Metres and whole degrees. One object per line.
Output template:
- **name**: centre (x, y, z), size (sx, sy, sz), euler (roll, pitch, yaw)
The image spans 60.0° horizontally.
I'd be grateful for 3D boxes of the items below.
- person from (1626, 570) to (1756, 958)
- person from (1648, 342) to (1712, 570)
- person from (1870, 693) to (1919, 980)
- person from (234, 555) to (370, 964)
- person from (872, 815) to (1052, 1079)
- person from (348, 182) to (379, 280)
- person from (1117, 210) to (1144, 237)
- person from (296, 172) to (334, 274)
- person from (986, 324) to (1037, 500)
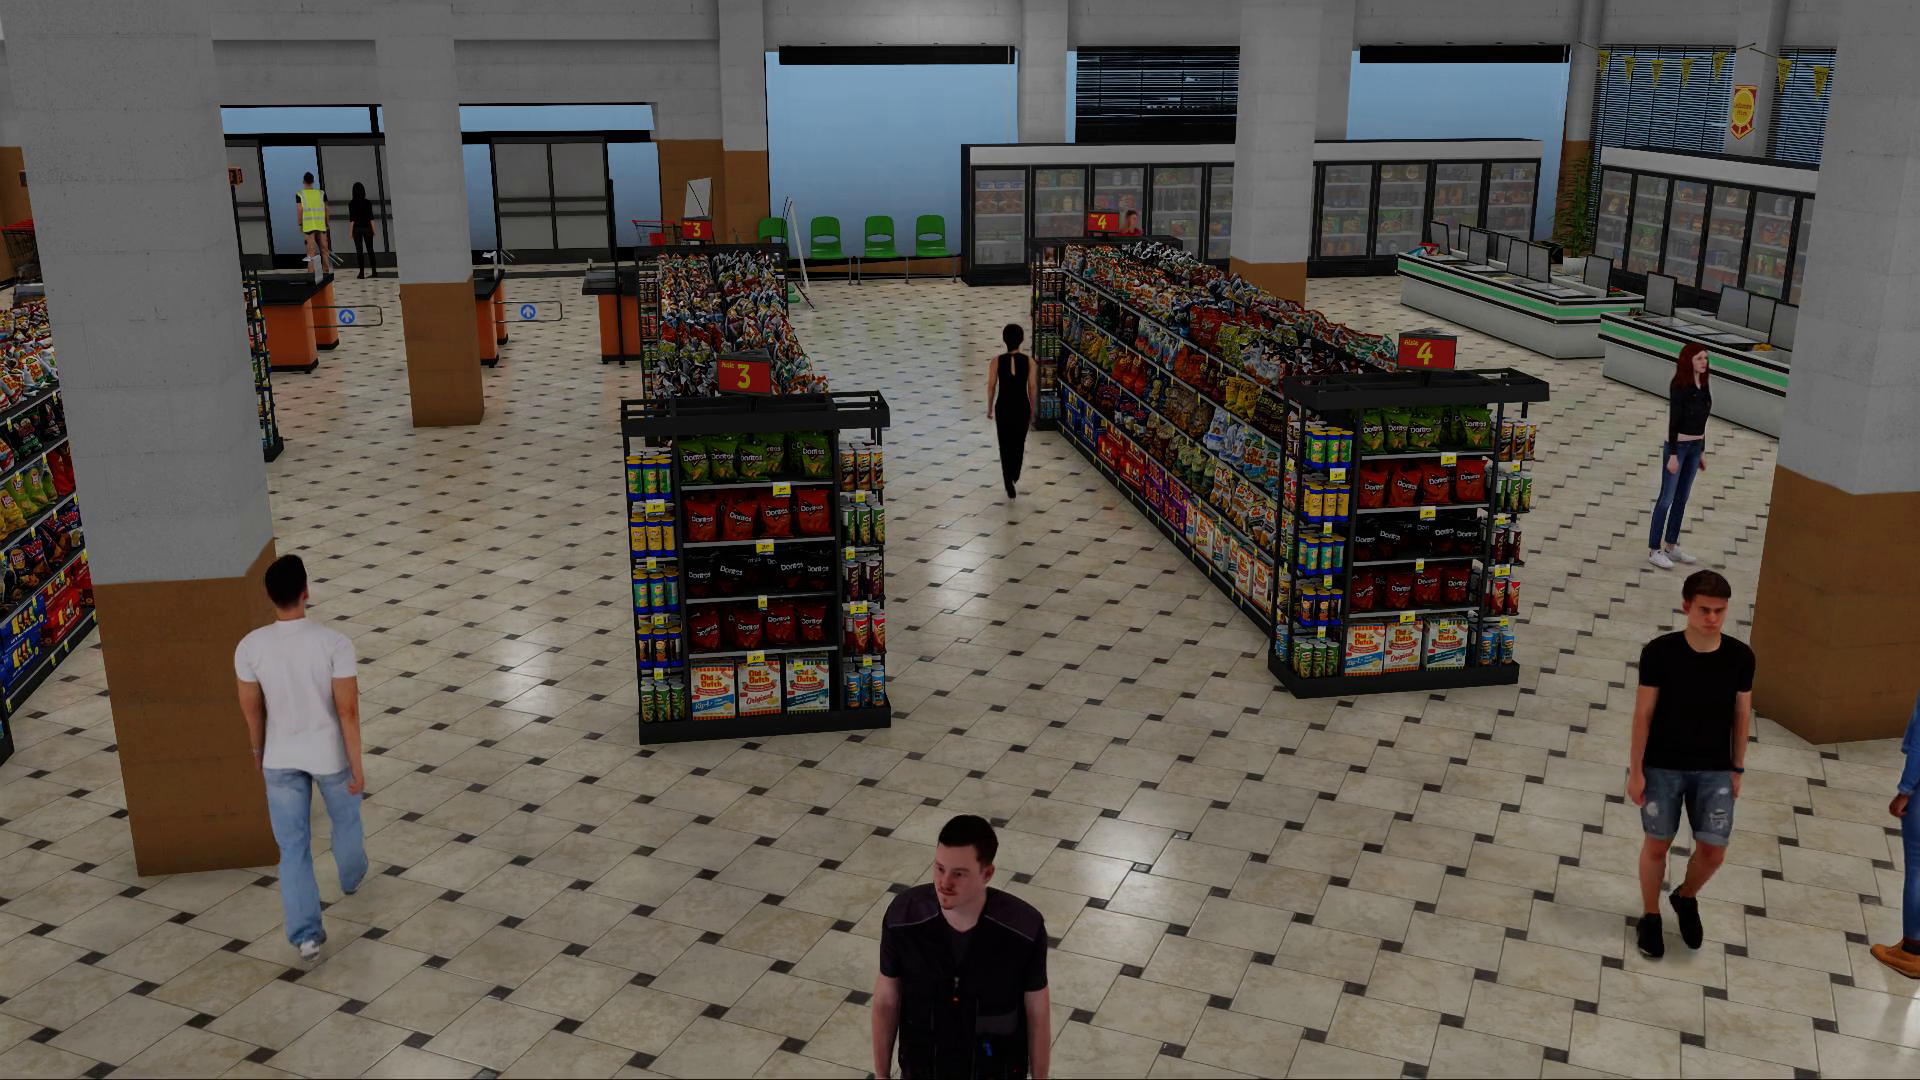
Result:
- **person**: centre (3.286, 0.991, 7.570), size (0.776, 1.838, 0.805), euler (5, 17, 15)
- **person**: centre (5.712, -0.675, 13.148), size (0.646, 1.786, 0.648), euler (-10, 19, -29)
- **person**: centre (4.377, 1.122, 7.356), size (0.606, 1.713, 0.518), euler (-2, 17, -6)
- **person**: centre (-2.964, 1.019, 7.518), size (0.673, 1.816, 1.158), euler (-3, 17, -10)
- **person**: centre (0.011, 1.702, 5.220), size (0.798, 1.845, 0.728), euler (3, 17, 10)
- **person**: centre (-10.381, -5.381, 28.894), size (0.649, 1.641, 0.623), euler (-10, 20, -31)
- **person**: centre (2.372, -3.914, 23.996), size (0.811, 1.681, 0.887), euler (-13, 21, -38)
- **person**: centre (-11.090, -5.375, 28.524), size (0.841, 1.845, 0.876), euler (-14, 22, -38)
- **person**: centre (0.469, -1.116, 14.982), size (0.641, 1.565, 1.023), euler (-1, 17, -4)
